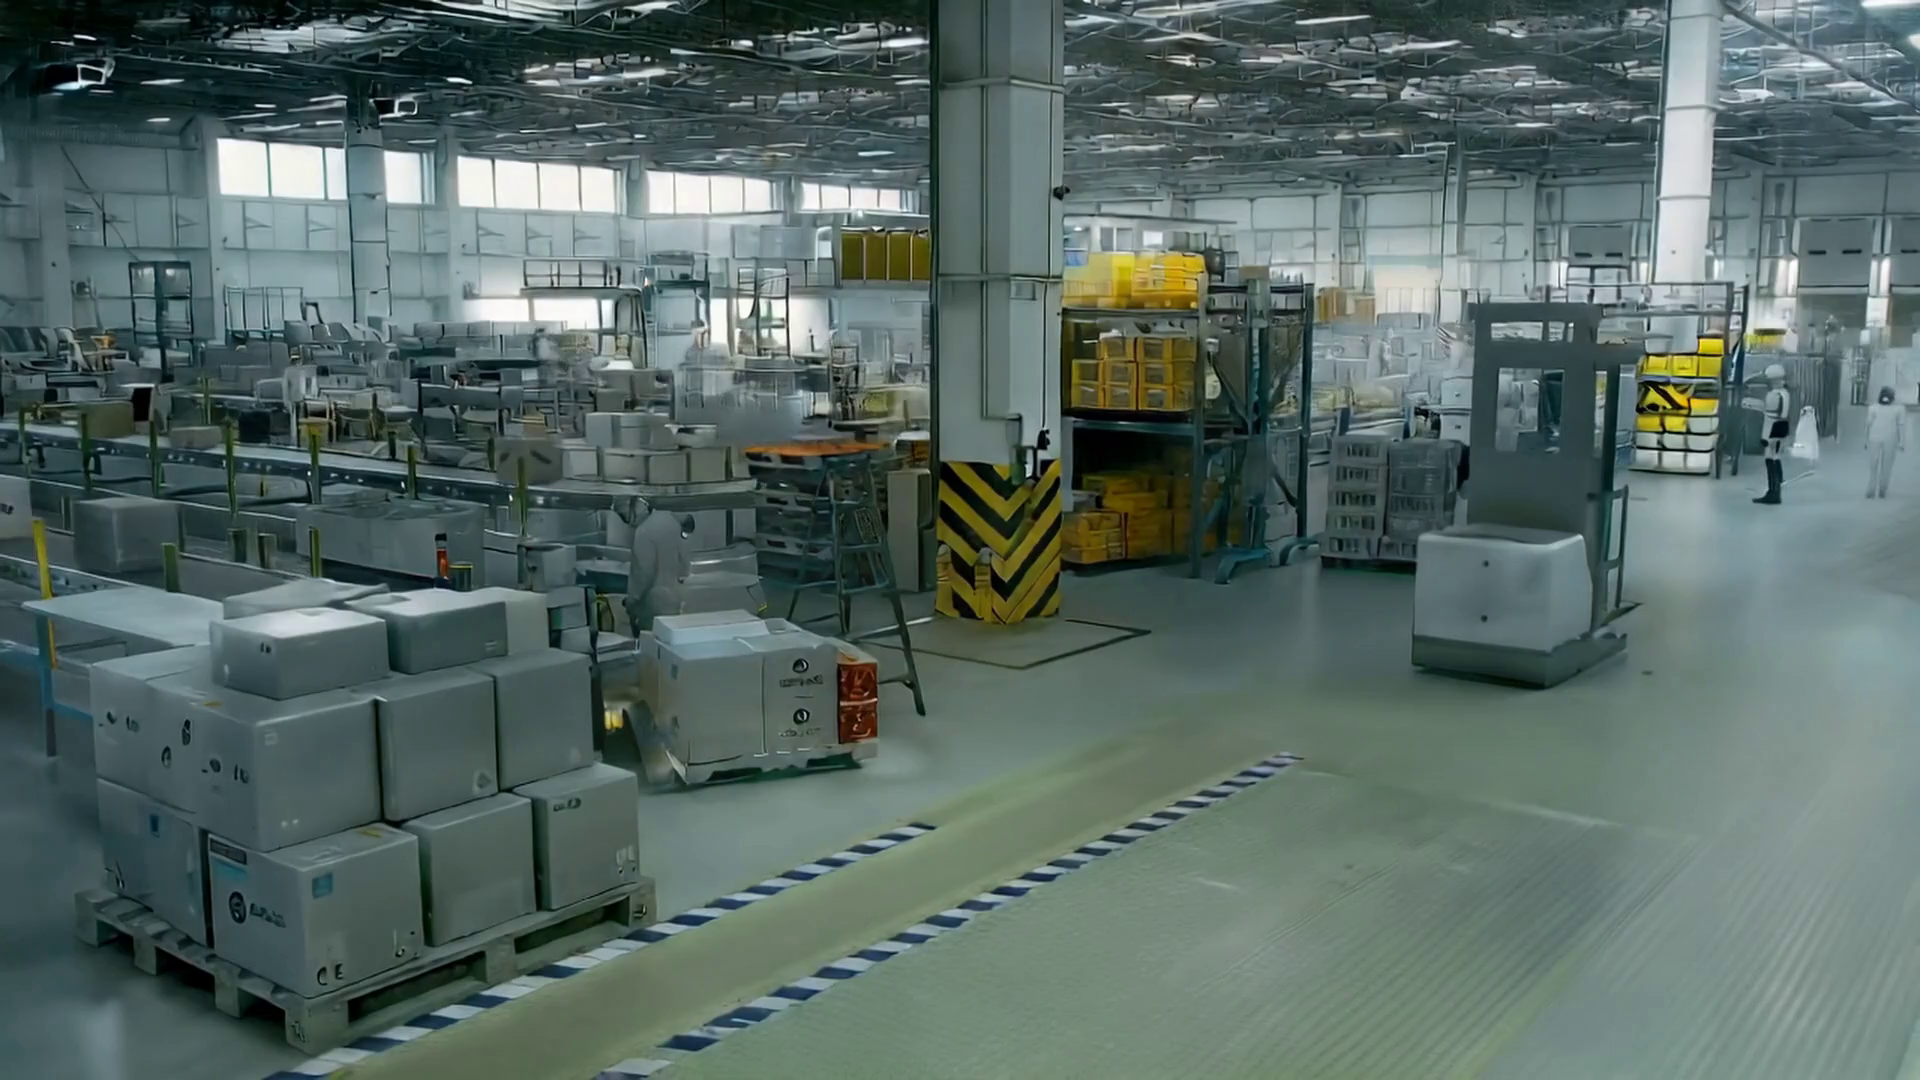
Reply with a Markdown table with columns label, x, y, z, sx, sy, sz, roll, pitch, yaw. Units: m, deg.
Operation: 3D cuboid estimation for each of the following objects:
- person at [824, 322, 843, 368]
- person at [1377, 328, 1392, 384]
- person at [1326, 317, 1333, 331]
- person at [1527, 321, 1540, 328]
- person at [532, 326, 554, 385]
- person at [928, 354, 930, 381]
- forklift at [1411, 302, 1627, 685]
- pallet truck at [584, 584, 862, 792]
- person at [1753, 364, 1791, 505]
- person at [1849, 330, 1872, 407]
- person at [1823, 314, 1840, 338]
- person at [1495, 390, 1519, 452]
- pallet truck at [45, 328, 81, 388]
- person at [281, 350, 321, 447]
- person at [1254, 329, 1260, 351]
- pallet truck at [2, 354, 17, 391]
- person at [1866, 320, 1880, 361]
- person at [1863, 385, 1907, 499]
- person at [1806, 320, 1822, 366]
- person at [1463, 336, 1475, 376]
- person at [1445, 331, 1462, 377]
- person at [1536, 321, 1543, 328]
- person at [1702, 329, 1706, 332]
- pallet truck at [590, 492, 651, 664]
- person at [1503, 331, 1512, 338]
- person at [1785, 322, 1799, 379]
| label | x | y | z | sx | sy | sz | roll | pitch | yaw |
| --- | --- | --- | --- | --- | --- | --- | --- | --- | --- |
| person | -4.833 | -7.374 | 63.213 | 0.908 | 1.813 | 0.527 | 6 | 10 | 35 |
| person | 11.973 | -5.008 | 46.944 | 0.602 | 1.926 | 0.399 | -7 | 11 | -40 |
| person | 16.133 | -8.791 | 72.493 | 0.356 | 1.887 | 0.572 | 1 | 9 | 10 |
| person | 24.427 | -8.502 | 70.830 | 0.636 | 1.809 | 0.906 | 1 | 9 | 8 |
| person | -10.945 | -4.589 | 43.668 | 0.620 | 2.024 | 0.482 | -5 | 10 | -32 |
| person | -0.481 | -3.948 | 40.185 | 0.588 | 1.783 | 0.817 | 0 | 8 | 1 |
| forklift | 4.379 | -0.438 | 12.852 | 1.129 | 2.768 | 1.873 | 7 | 11 | 37 |
| pallet truck | -1.426 | 0.805 | 10.019 | 1.601 | 1.201 | 0.680 | -4 | 9 | -26 |
| person | 11.143 | -1.444 | 22.820 | 0.384 | 1.931 | 0.540 | 8 | 12 | 44 |
| person | 23.018 | -4.379 | 42.479 | 0.613 | 1.965 | 0.361 | -3 | 9 | -18 |
| person | 37.680 | -8.760 | 71.923 | 0.611 | 1.995 | 0.376 | 5 | 10 | 31 |
| person | 7.352 | -1.249 | 22.686 | 0.873 | 1.584 | 0.542 | -3 | 9 | -17 |
| pallet truck | -23.775 | -4.544 | 43.495 | 1.885 | 1.965 | 0.823 | 6 | 10 | 35 |
| person | -11.652 | -2.416 | 29.462 | 0.651 | 1.904 | 0.403 | -7 | 11 | -38 |
| person | 11.921 | -7.936 | 66.609 | 0.567 | 1.916 | 0.593 | 3 | 9 | 22 |
| pallet truck | -24.881 | -4.417 | 42.634 | 1.885 | 1.965 | 0.823 | 8 | 11 | 41 |
| person | 34.636 | -7.377 | 63.002 | 0.599 | 1.872 | 0.991 | -5 | 10 | -30 |
| person | 12.936 | -1.358 | 23.273 | 0.538 | 1.608 | 0.611 | 5 | 10 | 32 |
| person | 34.269 | -7.879 | 66.571 | 0.949 | 1.816 | 0.494 | 3 | 9 | 20 |
| person | 14.158 | -4.757 | 45.861 | 0.535 | 1.724 | 0.903 | -8 | 12 | -44 |
| person | 14.071 | -5.011 | 47.178 | 0.529 | 1.846 | 0.797 | -7 | 11 | -39 |
| person | 25.986 | -9.160 | 74.884 | 0.739 | 1.929 | 0.614 | 6 | 11 | 37 |
| person | 20.196 | -4.811 | 45.576 | 0.757 | 1.918 | 0.549 | -5 | 10 | -29 |
| pallet truck | -3.115 | 0.344 | 12.883 | 0.653 | 1.274 | 1.630 | 7 | 11 | 37 |
| person | 16.947 | -5.619 | 51.597 | 0.295 | 1.744 | 0.489 | 0 | 8 | 1 |
| person | 28.277 | -6.426 | 56.410 | 0.516 | 1.925 | 0.654 | 8 | 12 | 44 |
